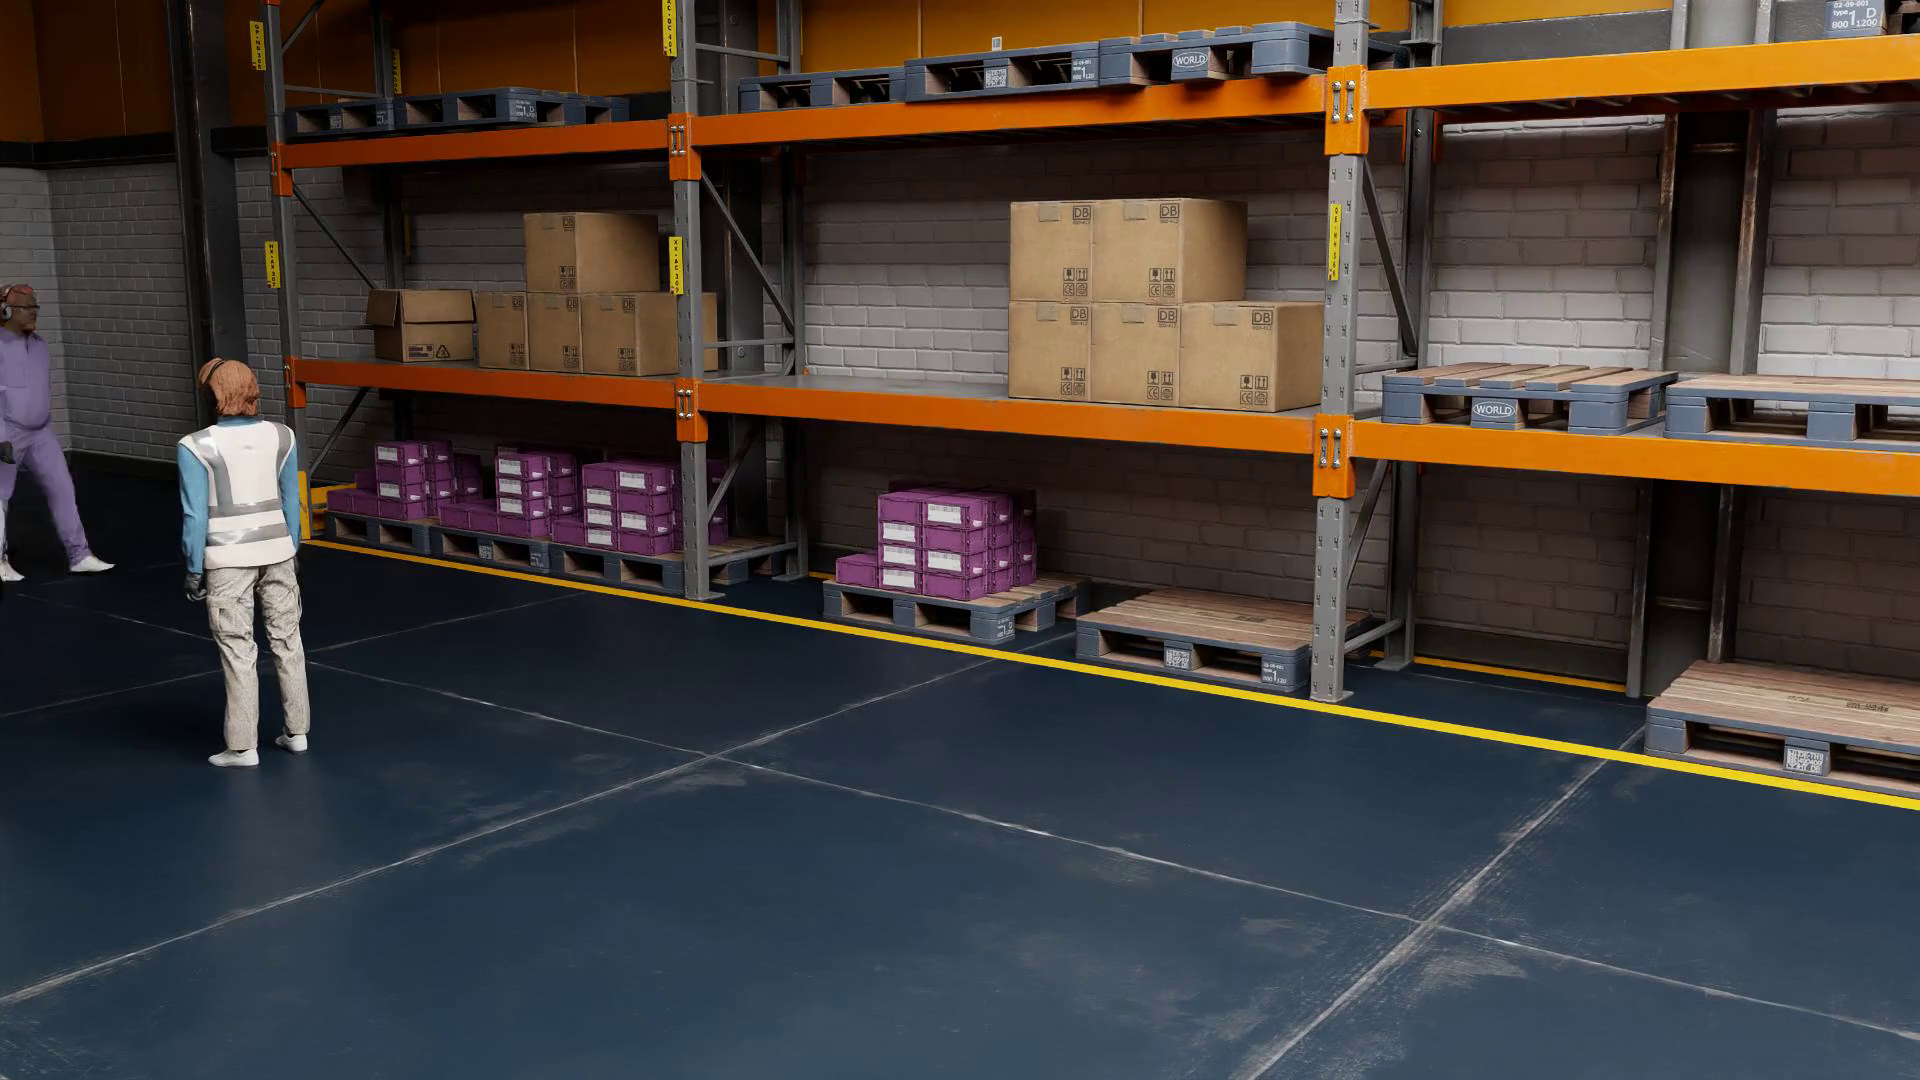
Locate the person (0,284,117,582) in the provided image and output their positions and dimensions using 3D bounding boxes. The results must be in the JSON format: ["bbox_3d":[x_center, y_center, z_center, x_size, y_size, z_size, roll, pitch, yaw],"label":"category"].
[{"bbox_3d":[-5.817,-0.648,10.421,0.888,1.872,0.667,3,10,16],"label":"person"}]

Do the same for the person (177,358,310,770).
[{"bbox_3d":[-2.852,0.098,6.642,0.313,1.642,0.513,7,12,35],"label":"person"}]

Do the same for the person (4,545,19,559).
[{"bbox_3d":[-6.561,-0.811,11.263,0.605,1.903,0.576,4,10,20],"label":"person"}]

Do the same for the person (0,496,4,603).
[{"bbox_3d":[-3.783,0.112,5.985,0.622,1.838,0.429,-4,10,-24],"label":"person"}]
